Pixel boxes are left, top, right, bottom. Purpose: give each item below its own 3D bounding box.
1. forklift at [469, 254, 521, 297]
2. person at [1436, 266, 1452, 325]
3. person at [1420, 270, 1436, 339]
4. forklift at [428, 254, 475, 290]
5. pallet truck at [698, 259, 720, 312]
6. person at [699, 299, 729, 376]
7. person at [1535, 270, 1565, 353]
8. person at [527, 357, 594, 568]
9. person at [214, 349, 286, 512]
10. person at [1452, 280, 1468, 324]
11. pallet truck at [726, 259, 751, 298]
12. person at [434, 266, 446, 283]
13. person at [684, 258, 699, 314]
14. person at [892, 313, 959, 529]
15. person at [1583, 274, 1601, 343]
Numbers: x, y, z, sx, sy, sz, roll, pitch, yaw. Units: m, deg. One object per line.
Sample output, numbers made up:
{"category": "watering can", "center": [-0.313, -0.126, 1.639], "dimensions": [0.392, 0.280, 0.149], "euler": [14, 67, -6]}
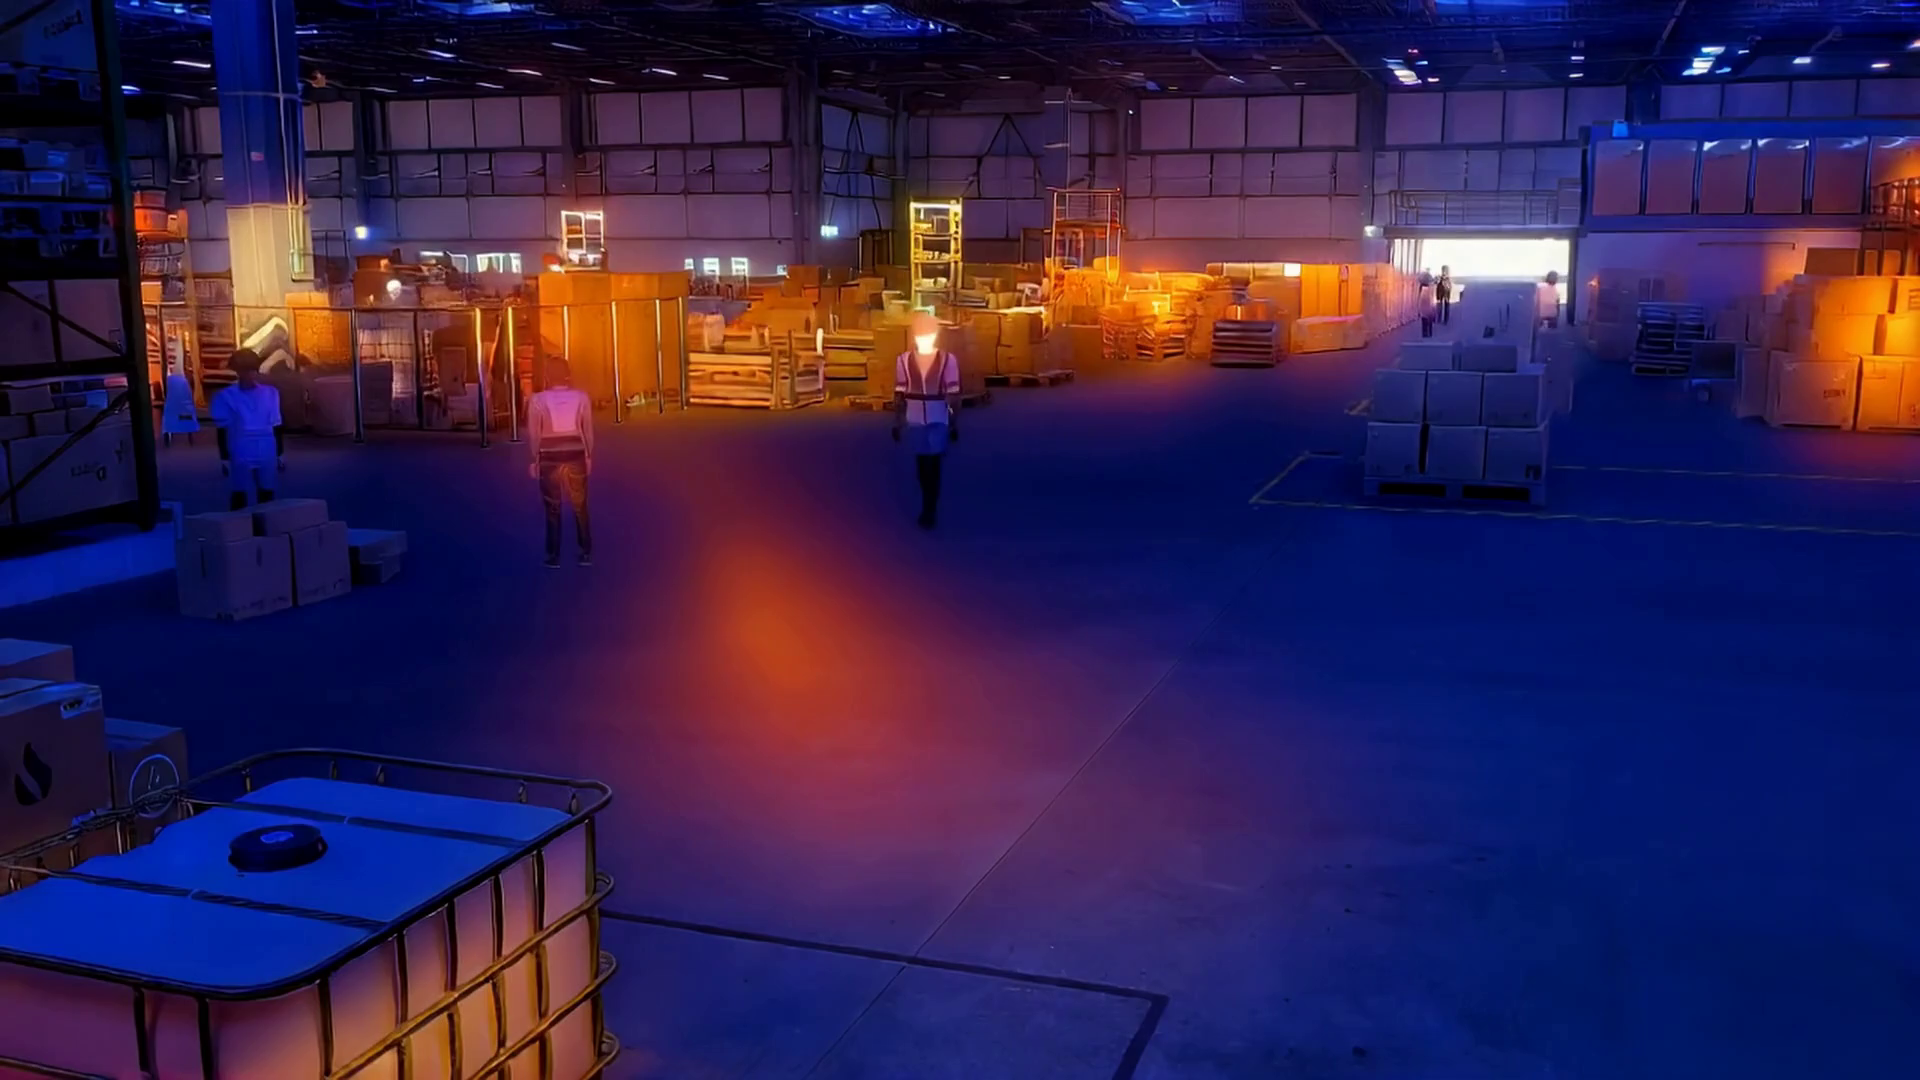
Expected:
{"category": "forklift", "center": [-17.990, -10.121, 64.684], "dimensions": [1.157, 1.987, 2.680], "euler": [3, 11, 17]}
{"category": "person", "center": [15.210, -7.682, 52.248], "dimensions": [0.506, 1.847, 0.345], "euler": [8, 13, 39]}
{"category": "person", "center": [10.741, -5.228, 38.231], "dimensions": [0.370, 1.914, 0.597], "euler": [4, 11, 23]}
{"category": "forklift", "center": [-20.133, -10.254, 65.465], "dimensions": [1.157, 1.987, 2.680], "euler": [3, 11, 19]}
{"category": "pallet truck", "center": [-9.165, -9.627, 62.776], "dimensions": [0.823, 1.965, 1.885], "euler": [4, 11, 23]}
{"category": "person", "center": [-4.204, -3.324, 28.420], "dimensions": [0.845, 1.591, 0.496], "euler": [3, 11, 17]}
{"category": "person", "center": [12.926, -4.918, 36.387], "dimensions": [0.420, 1.949, 0.614], "euler": [-5, 11, -24]}
{"category": "person", "center": [-3.108, -0.596, 12.955], "dimensions": [0.524, 1.640, 0.338], "euler": [-6, 12, -30]}
{"category": "person", "center": [-5.557, -0.647, 13.056], "dimensions": [0.320, 1.695, 0.547], "euler": [10, 14, 44]}
{"category": "person", "center": [8.590, -3.453, 28.229], "dimensions": [0.637, 1.918, 0.565], "euler": [-7, 12, -33]}
{"category": "pallet truck", "center": [-7.986, -9.493, 62.019], "dimensions": [0.823, 1.965, 1.885], "euler": [3, 11, 17]}
{"category": "person", "center": [-17.530, -8.423, 56.381], "dimensions": [0.981, 1.863, 0.661], "euler": [2, 10, 12]}
{"category": "person", "center": [-9.288, -8.704, 57.446], "dimensions": [0.605, 2.045, 0.385], "euler": [-8, 13, -38]}
{"category": "person", "center": [-0.323, -1.043, 14.705], "dimensions": [0.568, 1.893, 0.922], "euler": [2, 10, 12]}
{"category": "person", "center": [16.189, -5.918, 42.538], "dimensions": [0.327, 1.769, 0.525], "euler": [10, 14, 44]}
